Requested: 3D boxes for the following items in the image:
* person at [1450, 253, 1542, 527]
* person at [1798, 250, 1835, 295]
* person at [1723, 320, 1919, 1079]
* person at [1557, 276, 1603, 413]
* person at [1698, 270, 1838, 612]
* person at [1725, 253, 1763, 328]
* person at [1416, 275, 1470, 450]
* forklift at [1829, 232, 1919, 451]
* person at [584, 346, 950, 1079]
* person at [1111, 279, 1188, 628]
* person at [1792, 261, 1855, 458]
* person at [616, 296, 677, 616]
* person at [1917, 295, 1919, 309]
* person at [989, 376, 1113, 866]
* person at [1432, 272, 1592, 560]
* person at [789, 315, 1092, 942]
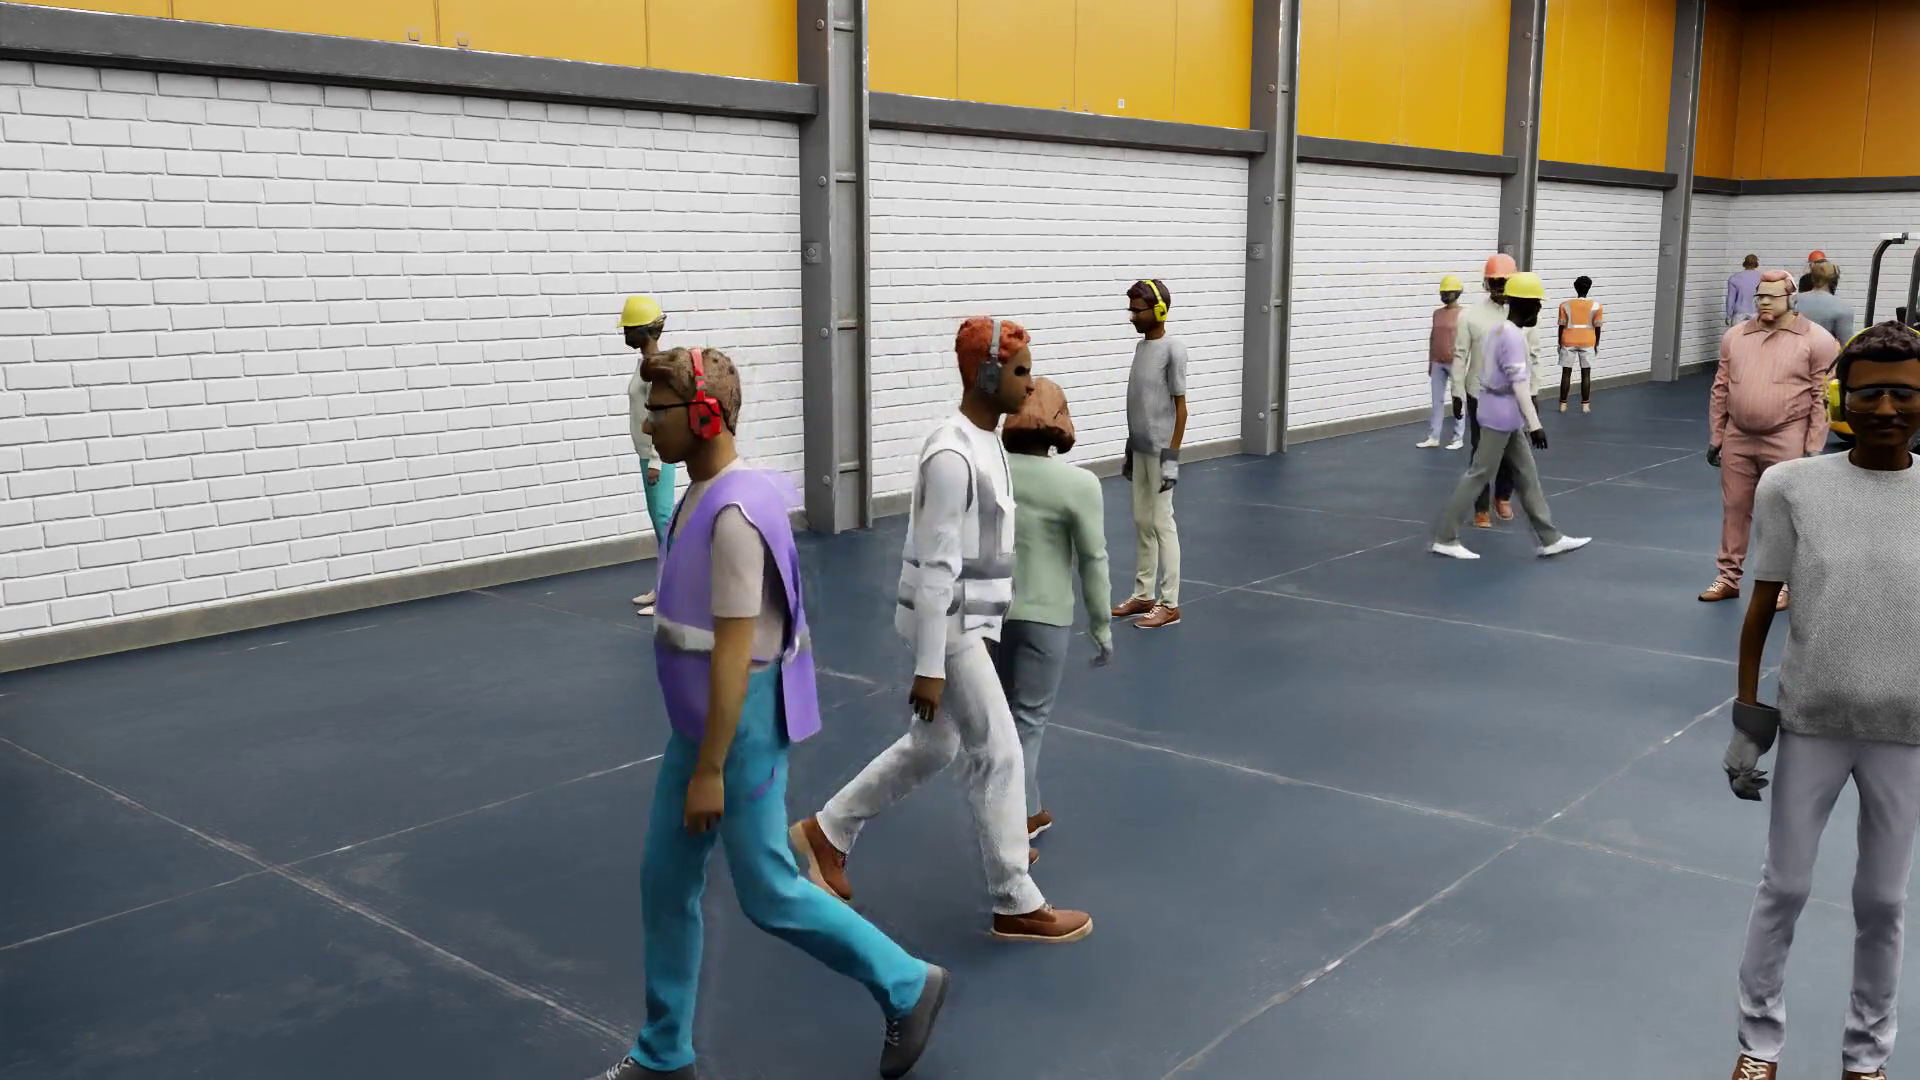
[{"bbox_3d":[3.870,-1.067,12.031,0.645,1.981,0.443,2,10,10],"label":"person"},{"bbox_3d":[13.173,-3.462,25.676,0.613,1.988,0.401,-2,10,-12],"label":"person"},{"bbox_3d":[2.032,0.442,3.778,0.532,1.867,0.315,3,11,18],"label":"person"},{"bbox_3d":[7.628,-2.406,20.505,0.530,1.688,0.321,4,11,19],"label":"person"},{"bbox_3d":[4.526,-0.558,9.367,0.408,1.905,0.654,-9,13,-42],"label":"person"},{"bbox_3d":[12.491,-3.567,26.404,0.635,1.937,0.352,3,10,18],"label":"person"},{"bbox_3d":[4.922,-1.789,16.792,0.324,1.766,0.528,-6,12,-32],"label":"person"},{"bbox_3d":[9.955,-1.972,16.595,2.313,2.155,1.214,1,10,8],"label":"forklift"},{"bbox_3d":[-0.473,0.449,3.942,0.839,1.816,0.569,-4,11,-20],"label":"person"},{"bbox_3d":[1.022,-0.461,8.933,0.328,1.865,0.519,-4,11,-23],"label":"person"},{"bbox_3d":[7.498,-1.447,14.420,0.896,1.905,0.664,-5,11,-25],"label":"person"},{"bbox_3d":[-1.716,-0.463,9.225,0.327,1.765,0.528,-2,10,-13],"label":"person"},{"bbox_3d":[14.507,-3.139,24.837,0.502,1.632,0.277,1,10,4],"label":"person"},{"bbox_3d":[0.257,0.265,5.498,0.542,1.603,0.673,5,11,28],"label":"person"},{"bbox_3d":[3.575,-0.781,10.740,1.006,1.871,0.608,3,10,18],"label":"person"},{"bbox_3d":[-0.088,0.268,4.894,0.900,1.839,0.625,2,10,10],"label":"person"}]
